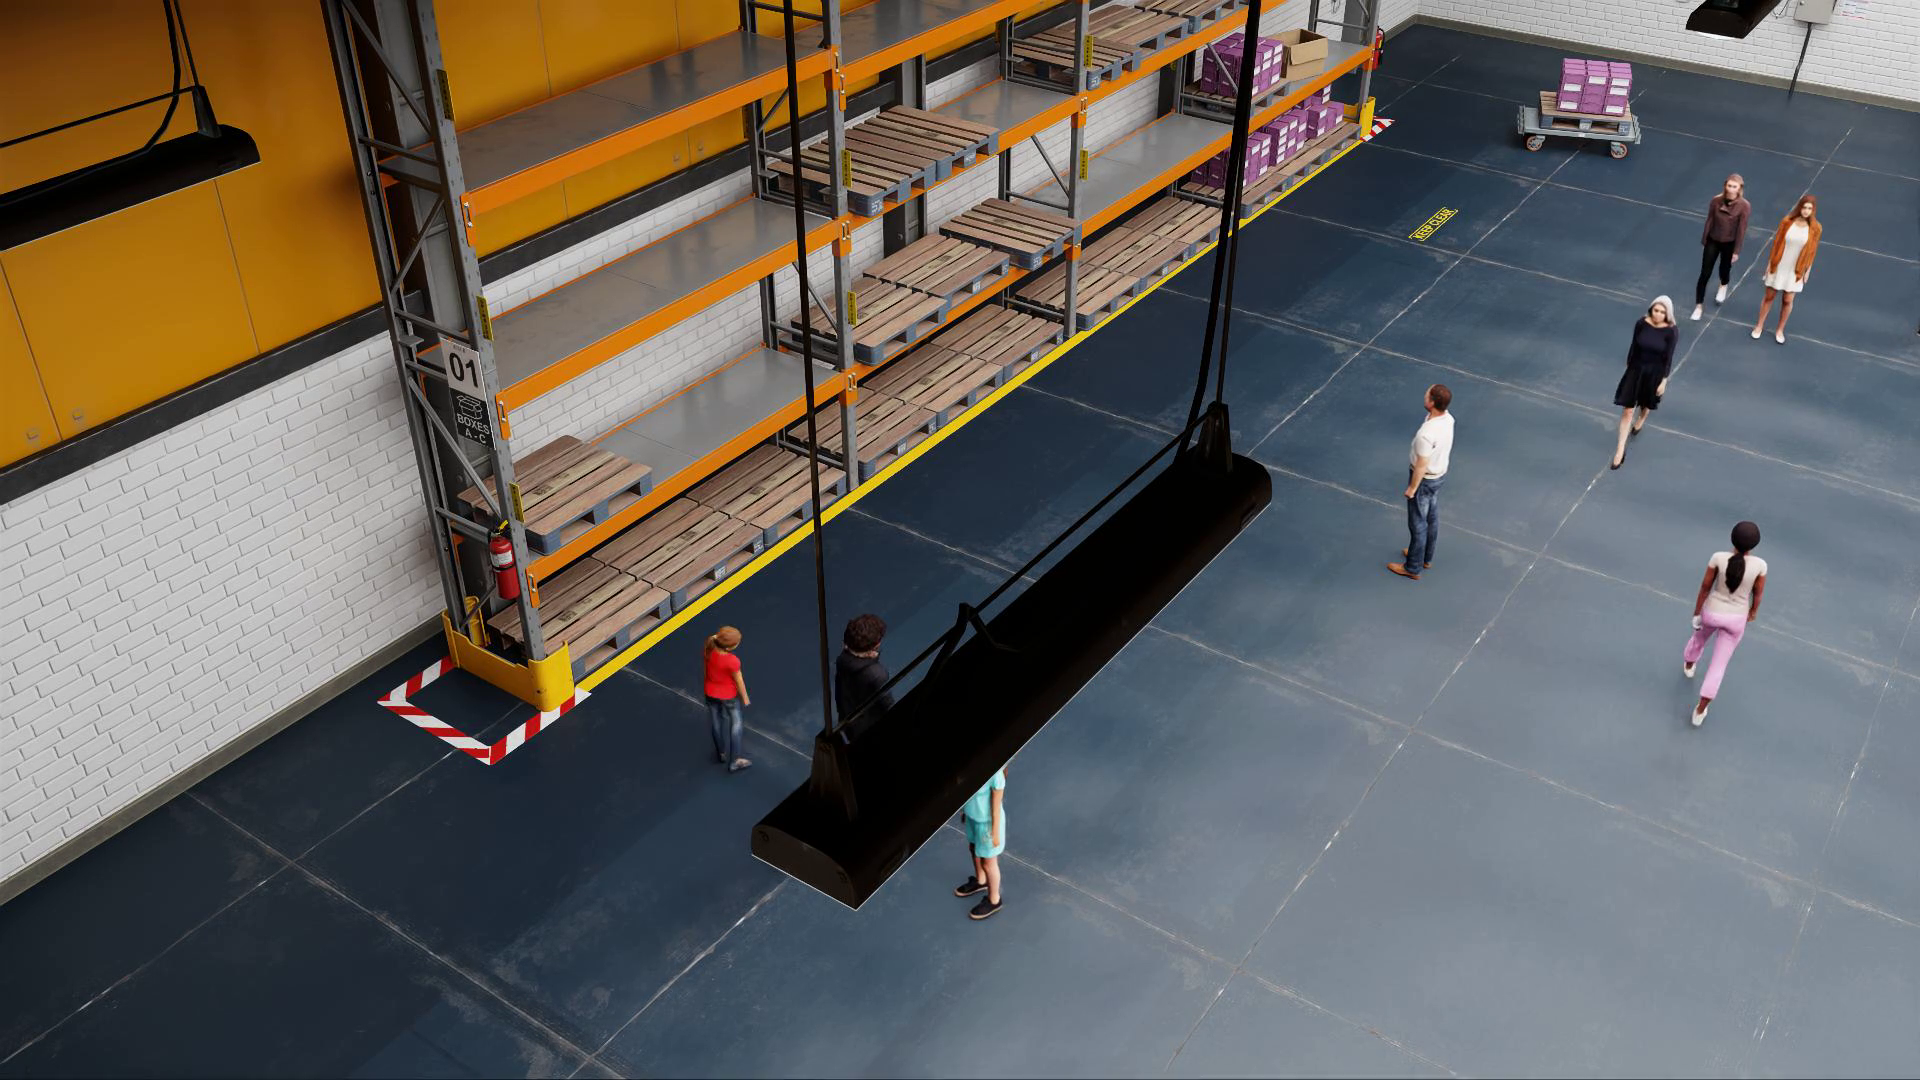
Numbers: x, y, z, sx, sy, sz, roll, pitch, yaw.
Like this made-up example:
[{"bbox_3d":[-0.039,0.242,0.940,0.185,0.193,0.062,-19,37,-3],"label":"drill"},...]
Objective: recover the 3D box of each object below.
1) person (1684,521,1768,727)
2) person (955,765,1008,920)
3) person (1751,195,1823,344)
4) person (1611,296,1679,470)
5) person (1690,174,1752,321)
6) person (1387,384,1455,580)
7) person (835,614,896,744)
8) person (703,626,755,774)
[{"bbox_3d":[5.872,0.671,12.813,0.685,1.707,1.090,17,37,24],"label":"person"},{"bbox_3d":[0.166,1.861,11.156,0.670,1.558,0.637,-15,37,-22],"label":"person"},{"bbox_3d":[9.135,-3.018,18.353,0.613,1.718,0.578,18,38,25],"label":"person"},{"bbox_3d":[6.688,-1.585,16.212,0.581,1.702,1.145,20,39,27],"label":"person"},{"bbox_3d":[8.686,-3.358,18.900,0.625,1.678,1.061,22,39,29],"label":"person"},{"bbox_3d":[4.069,-0.515,14.464,0.744,1.854,0.523,25,41,33],"label":"person"},{"bbox_3d":[-0.736,1.322,11.784,0.665,1.760,0.673,26,41,33],"label":"person"},{"bbox_3d":[-1.797,1.151,12.466,0.574,1.290,0.561,4,34,6],"label":"person"}]
